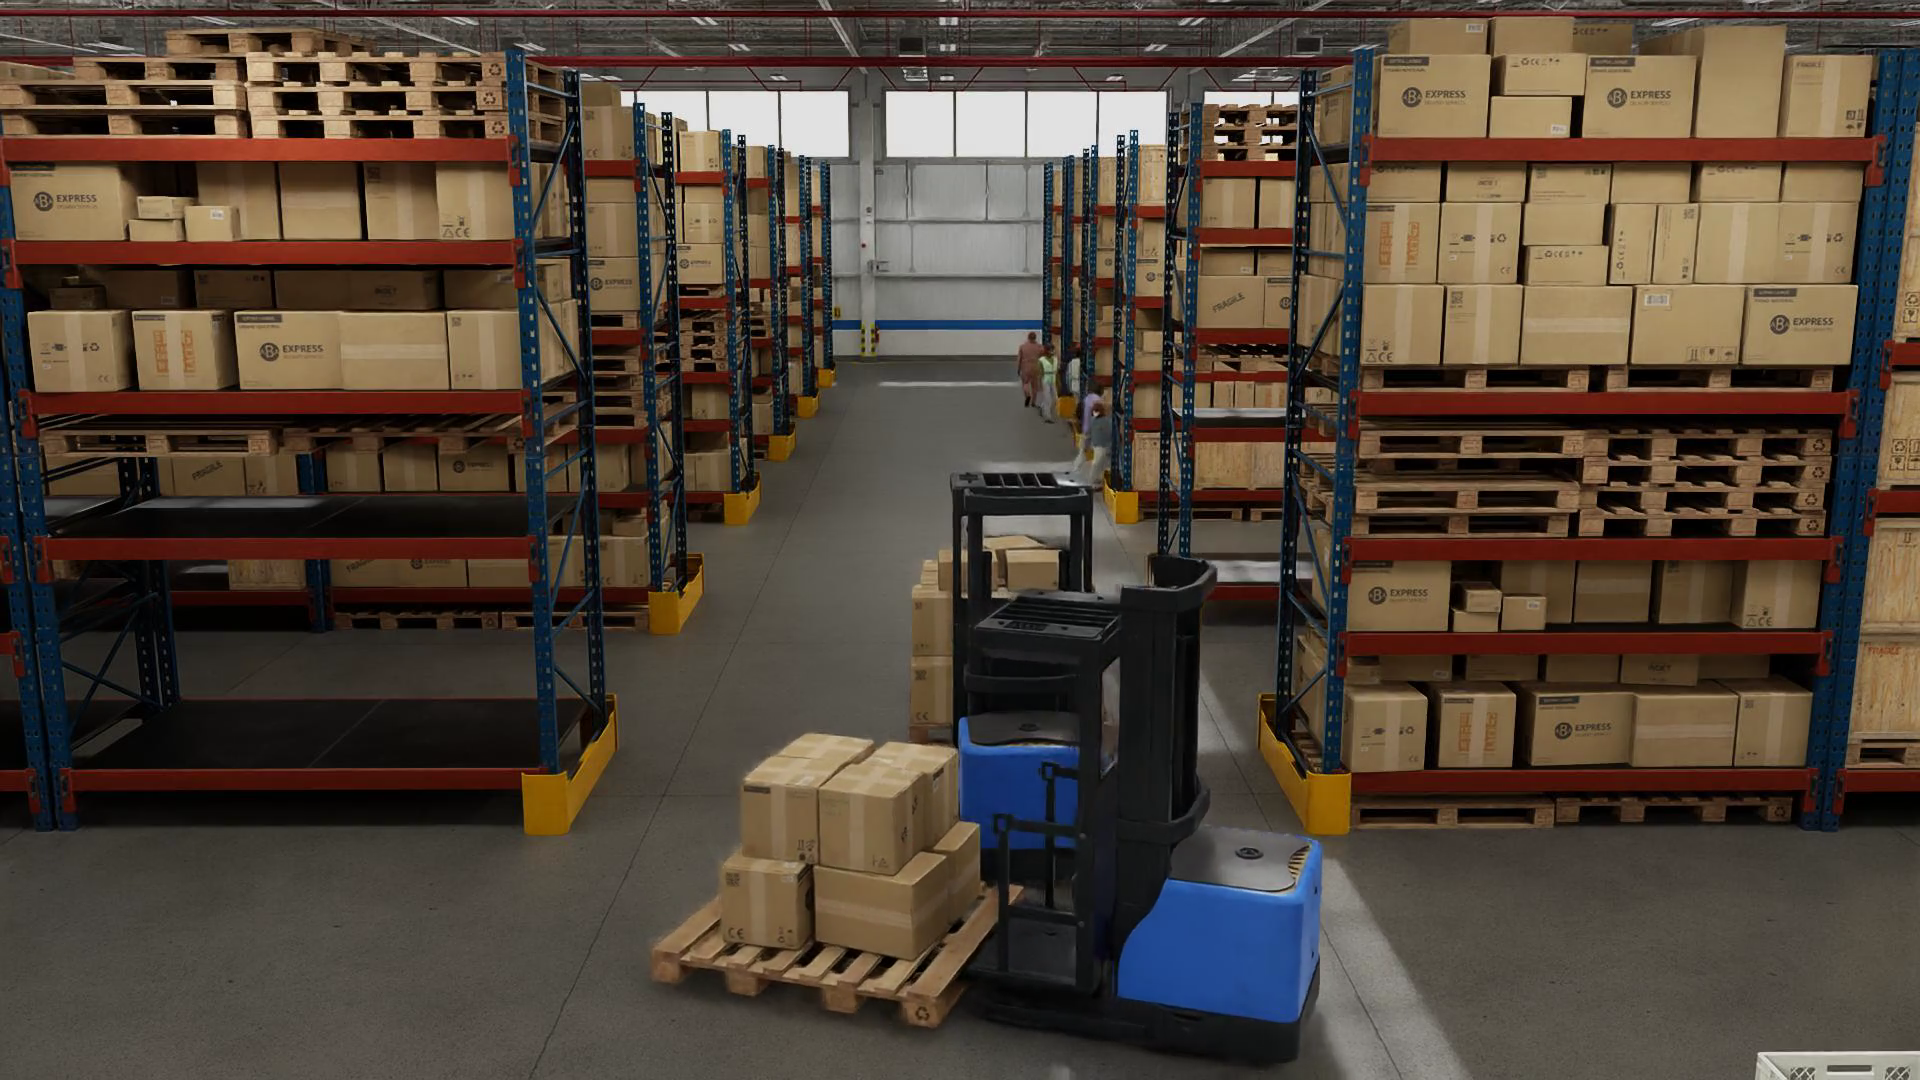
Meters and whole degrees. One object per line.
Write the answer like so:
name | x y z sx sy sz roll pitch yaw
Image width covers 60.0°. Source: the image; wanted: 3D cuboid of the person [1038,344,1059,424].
person | 1.985 -3.586 38.119 0.606 1.817 0.607 -9 15 -39

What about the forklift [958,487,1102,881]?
forklift | 0.495 0.987 12.808 1.129 2.768 1.873 0 11 -2

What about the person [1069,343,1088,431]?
person | 2.588 -3.271 36.036 0.572 2.030 0.636 -10 15 -41

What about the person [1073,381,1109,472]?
person | 2.445 -1.894 29.572 0.941 1.879 0.698 -3 12 -15

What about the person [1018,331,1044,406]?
person | 1.758 -4.223 41.100 0.660 1.886 0.546 -1 11 -5

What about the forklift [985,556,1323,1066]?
forklift | 1.223 1.541 10.062 1.873 2.768 1.129 4 12 19

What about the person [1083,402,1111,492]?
person | 2.314 -1.583 28.717 0.743 1.597 0.560 -6 13 -29
